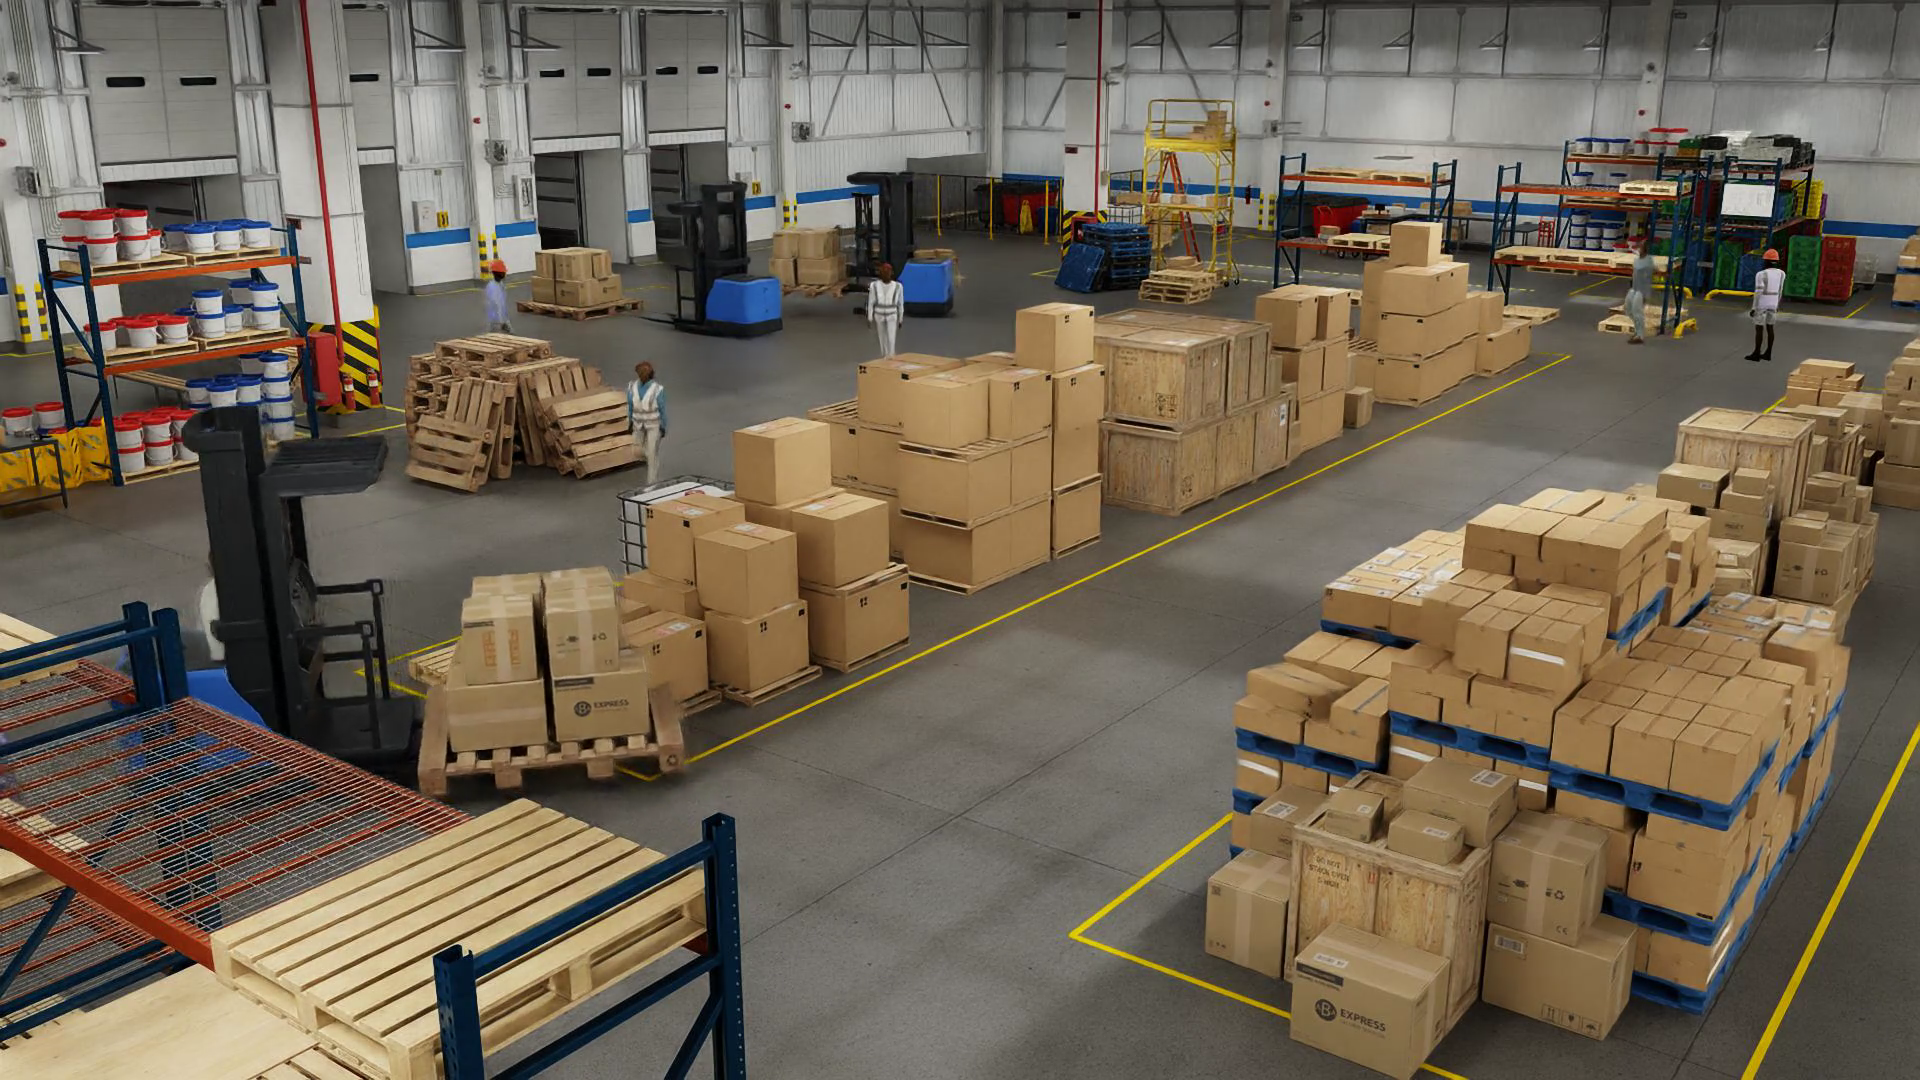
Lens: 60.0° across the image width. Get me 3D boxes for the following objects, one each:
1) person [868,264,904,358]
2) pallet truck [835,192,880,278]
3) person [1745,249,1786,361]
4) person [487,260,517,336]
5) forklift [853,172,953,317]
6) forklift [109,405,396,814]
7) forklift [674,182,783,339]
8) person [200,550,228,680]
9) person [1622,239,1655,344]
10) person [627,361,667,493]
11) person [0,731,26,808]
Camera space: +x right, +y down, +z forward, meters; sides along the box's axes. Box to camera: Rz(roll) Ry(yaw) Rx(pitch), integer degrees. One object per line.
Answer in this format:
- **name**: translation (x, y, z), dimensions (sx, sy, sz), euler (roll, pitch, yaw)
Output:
- **person**: translation (-1.233, -3.707, 27.851), dimensions (0.580, 1.838, 0.998), euler (2, 17, 6)
- **pallet truck**: translation (-1.936, -7.159, 38.982), dimensions (1.885, 1.965, 0.823), euler (-12, 21, -34)
- **person**: translation (13.966, -4.070, 28.853), dimensions (0.542, 1.939, 0.369), euler (-4, 17, -13)
- **person**: translation (-7.563, -3.692, 27.644), dimensions (0.724, 1.908, 0.552), euler (3, 17, 8)
- **forklift**: translation (-1.139, -6.005, 33.660), dimensions (1.873, 2.768, 1.129), euler (3, 17, 10)
- **forklift**: translation (-5.254, 0.456, 12.264), dimensions (1.873, 2.768, 1.129), euler (-4, 17, -14)
- **forklift**: translation (-4.393, -5.327, 31.414), dimensions (1.873, 2.768, 1.129), euler (12, 21, 35)
- **person**: translation (-5.424, 0.929, 12.335), dimensions (0.640, 1.922, 0.633), euler (0, 17, -1)
- **person**: translation (12.407, -4.531, 30.406), dimensions (0.438, 1.920, 0.652), euler (-1, 17, -2)
- **person**: translation (-3.857, -1.417, 20.585), dimensions (0.530, 1.626, 0.437), euler (6, 18, 19)
- **person**: translation (-6.882, 1.225, 11.432), dimensions (0.967, 1.881, 0.606), euler (3, 17, 8)
